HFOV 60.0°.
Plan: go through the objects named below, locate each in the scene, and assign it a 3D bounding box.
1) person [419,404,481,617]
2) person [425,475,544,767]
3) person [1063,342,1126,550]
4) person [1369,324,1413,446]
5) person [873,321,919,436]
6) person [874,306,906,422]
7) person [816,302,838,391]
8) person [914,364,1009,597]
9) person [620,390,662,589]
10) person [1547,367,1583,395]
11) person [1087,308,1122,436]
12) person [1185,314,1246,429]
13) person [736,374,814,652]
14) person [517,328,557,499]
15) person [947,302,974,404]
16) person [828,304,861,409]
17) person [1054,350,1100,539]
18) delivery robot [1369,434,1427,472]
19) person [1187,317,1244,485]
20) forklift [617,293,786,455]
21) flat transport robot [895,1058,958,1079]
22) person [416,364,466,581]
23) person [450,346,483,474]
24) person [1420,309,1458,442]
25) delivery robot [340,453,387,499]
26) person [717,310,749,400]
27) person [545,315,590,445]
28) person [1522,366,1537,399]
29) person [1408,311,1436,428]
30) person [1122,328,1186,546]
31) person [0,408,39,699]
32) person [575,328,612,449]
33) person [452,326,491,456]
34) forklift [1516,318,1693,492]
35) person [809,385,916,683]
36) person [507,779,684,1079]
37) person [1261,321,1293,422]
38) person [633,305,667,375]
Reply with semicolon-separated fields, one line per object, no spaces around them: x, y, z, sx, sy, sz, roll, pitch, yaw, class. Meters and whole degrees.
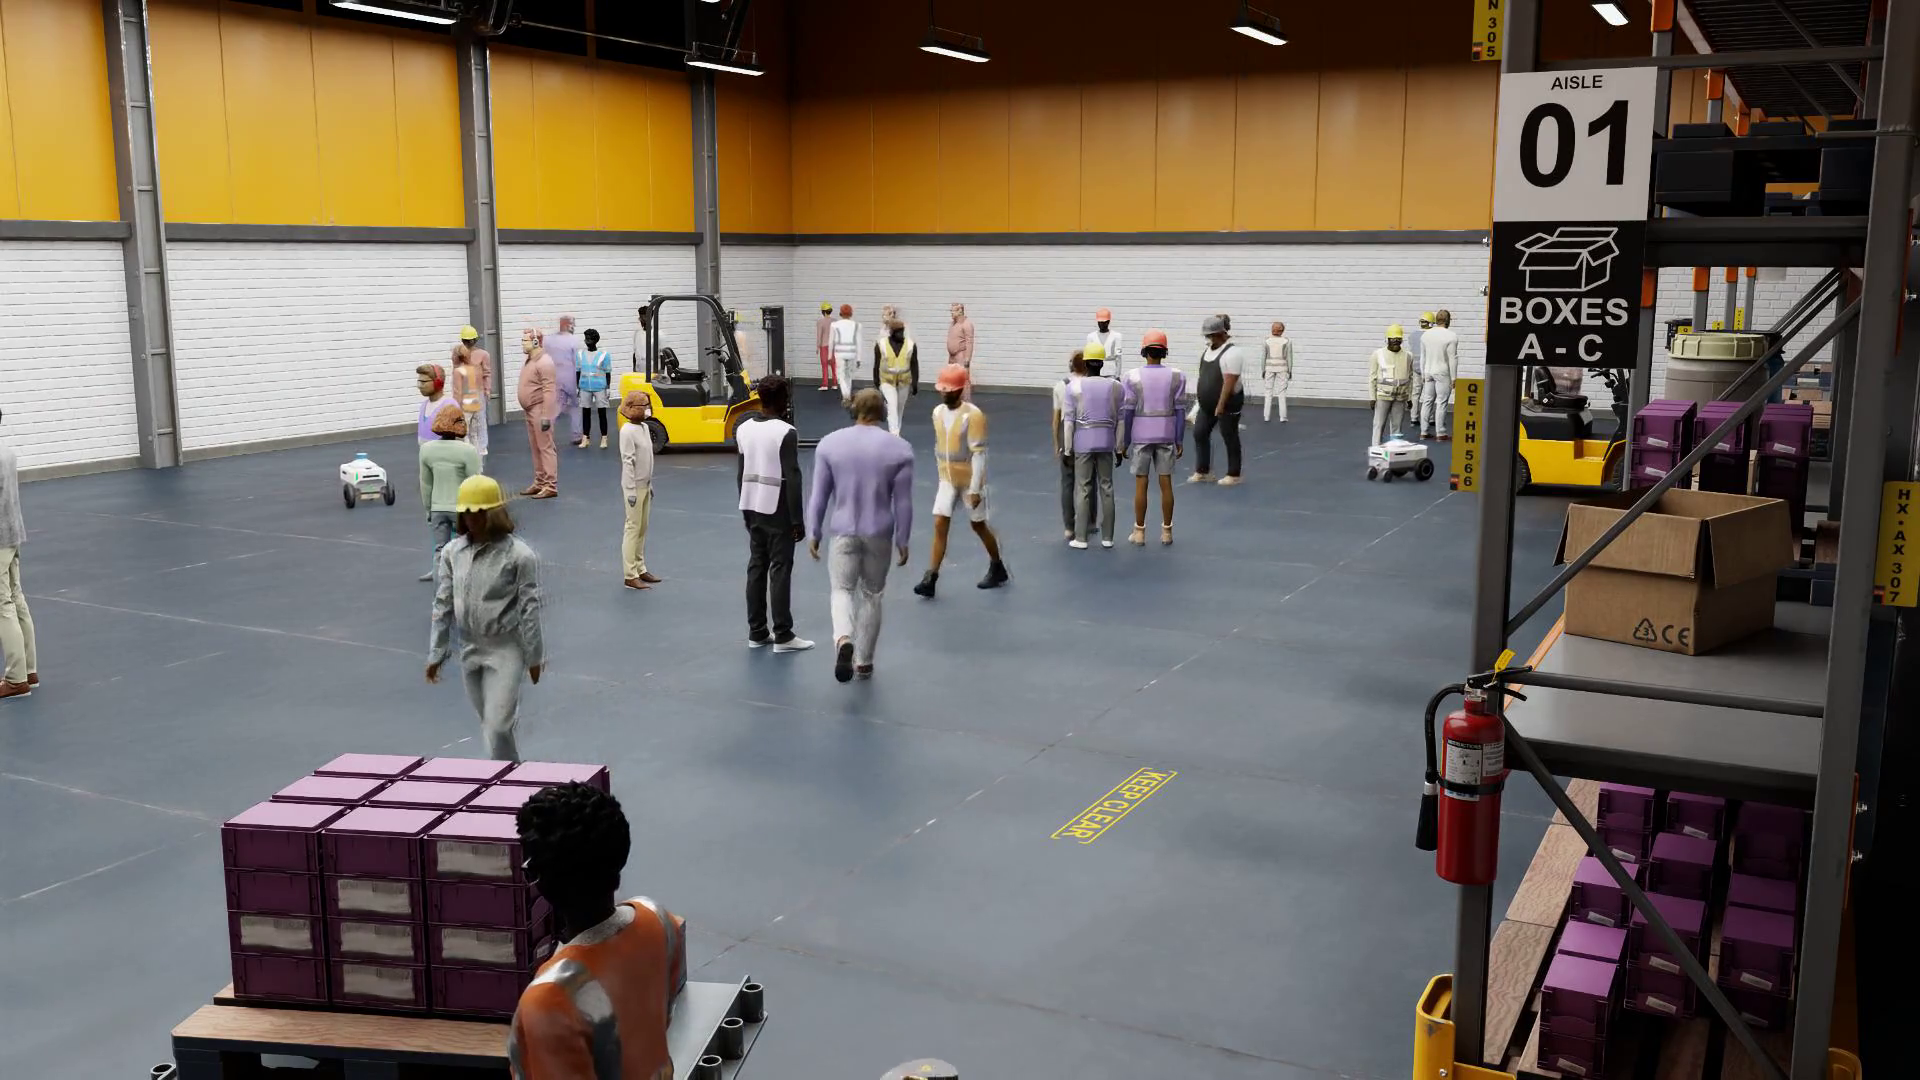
-3.765;-0.195;12.384;0.504;1.633;0.279;3;10;15;person
-2.245;0.557;7.763;0.501;1.717;0.710;3;10;19;person
1.237;-0.869;15.435;0.591;1.927;0.366;-2;10;-11;person
5.552;-1.852;21.398;0.586;1.833;0.403;-1;10;-8;person
-0.920;-2.268;23.972;0.632;1.785;1.020;-2;10;-12;person
-1.151;-2.850;26.993;0.423;1.891;0.680;-6;11;-30;person
-2.648;-3.865;33.240;0.525;1.772;0.302;-8;13;-39;person
0.010;-0.484;13.368;0.590;1.878;1.020;8;13;40;person
-2.640;-0.420;13.681;0.271;1.632;0.508;1;10;7;person
8.168;-2.032;22.584;0.624;1.794;0.955;-3;10;-17;person
2.155;-2.510;24.954;0.540;1.928;0.406;3;10;17;person
4.003;-2.640;26.065;0.907;1.812;0.633;1;10;7;person
-1.307;-0.183;11.486;0.587;1.920;0.394;9;13;43;person
-4.755;-1.418;18.671;0.400;1.909;0.643;-6;11;-31;person
-0.030;-3.127;28.574;0.402;1.904;0.652;-6;11;-29;person
-2.016;-3.246;29.412;0.583;1.862;0.840;-4;10;-20;person
1.161;-0.936;16.167;0.512;1.807;0.768;2;10;12;person
5.294;-1.035;20.093;0.707;0.478;0.477;-5;11;-28;delivery robot
3.021;-1.648;19.615;0.758;2.000;0.697;-6;11;-29;person
-3.588;-2.317;23.042;2.313;2.155;1.214;-1;10;-5;forklift
-0.175;1.844;4.515;0.652;0.197;1.431;5;11;26;flat transport robot
-4.282;-0.543;13.793;0.373;1.840;0.570;-9;13;-42;person
-6.079;-1.582;20.483;0.314;1.614;0.596;1;10;8;person
6.986;-2.393;24.260;0.378;1.934;0.634;-7;12;-35;person
-6.527;-0.704;18.176;0.477;0.478;0.707;-7;12;-33;delivery robot
-3.347;-2.506;24.980;0.566;1.902;0.636;-5;11;-29;person
-5.643;-2.261;23.680;0.653;1.873;0.722;6;11;30;person
7.568;-2.048;22.381;0.341;1.883;0.587;-1;10;-6;person
7.347;-2.686;26.249;0.403;1.826;0.586;-9;13;-41;person
1.809;-0.961;15.630;0.608;2.044;0.378;-1;10;-5;person
-5.962;0.056;10.272;0.326;1.862;0.519;-2;10;-12;person
-5.147;-2.119;23.340;0.529;1.694;0.321;1;10;5;person
-6.625;-2.015;22.562;0.523;1.760;0.327;0;10;-1;person
7.066;-1.601;18.899;2.313;2.155;1.214;5;11;27;forklift
-0.617;-0.007;10.512;0.681;1.907;0.741;0;10;-1;person
-0.740;1.323;3.441;0.321;1.687;0.529;3;10;14;person
5.151;-2.728;27.035;0.521;1.637;0.309;4;11;22;person
-4.666;-2.527;24.917;0.603;1.966;0.368;5;11;26;person
